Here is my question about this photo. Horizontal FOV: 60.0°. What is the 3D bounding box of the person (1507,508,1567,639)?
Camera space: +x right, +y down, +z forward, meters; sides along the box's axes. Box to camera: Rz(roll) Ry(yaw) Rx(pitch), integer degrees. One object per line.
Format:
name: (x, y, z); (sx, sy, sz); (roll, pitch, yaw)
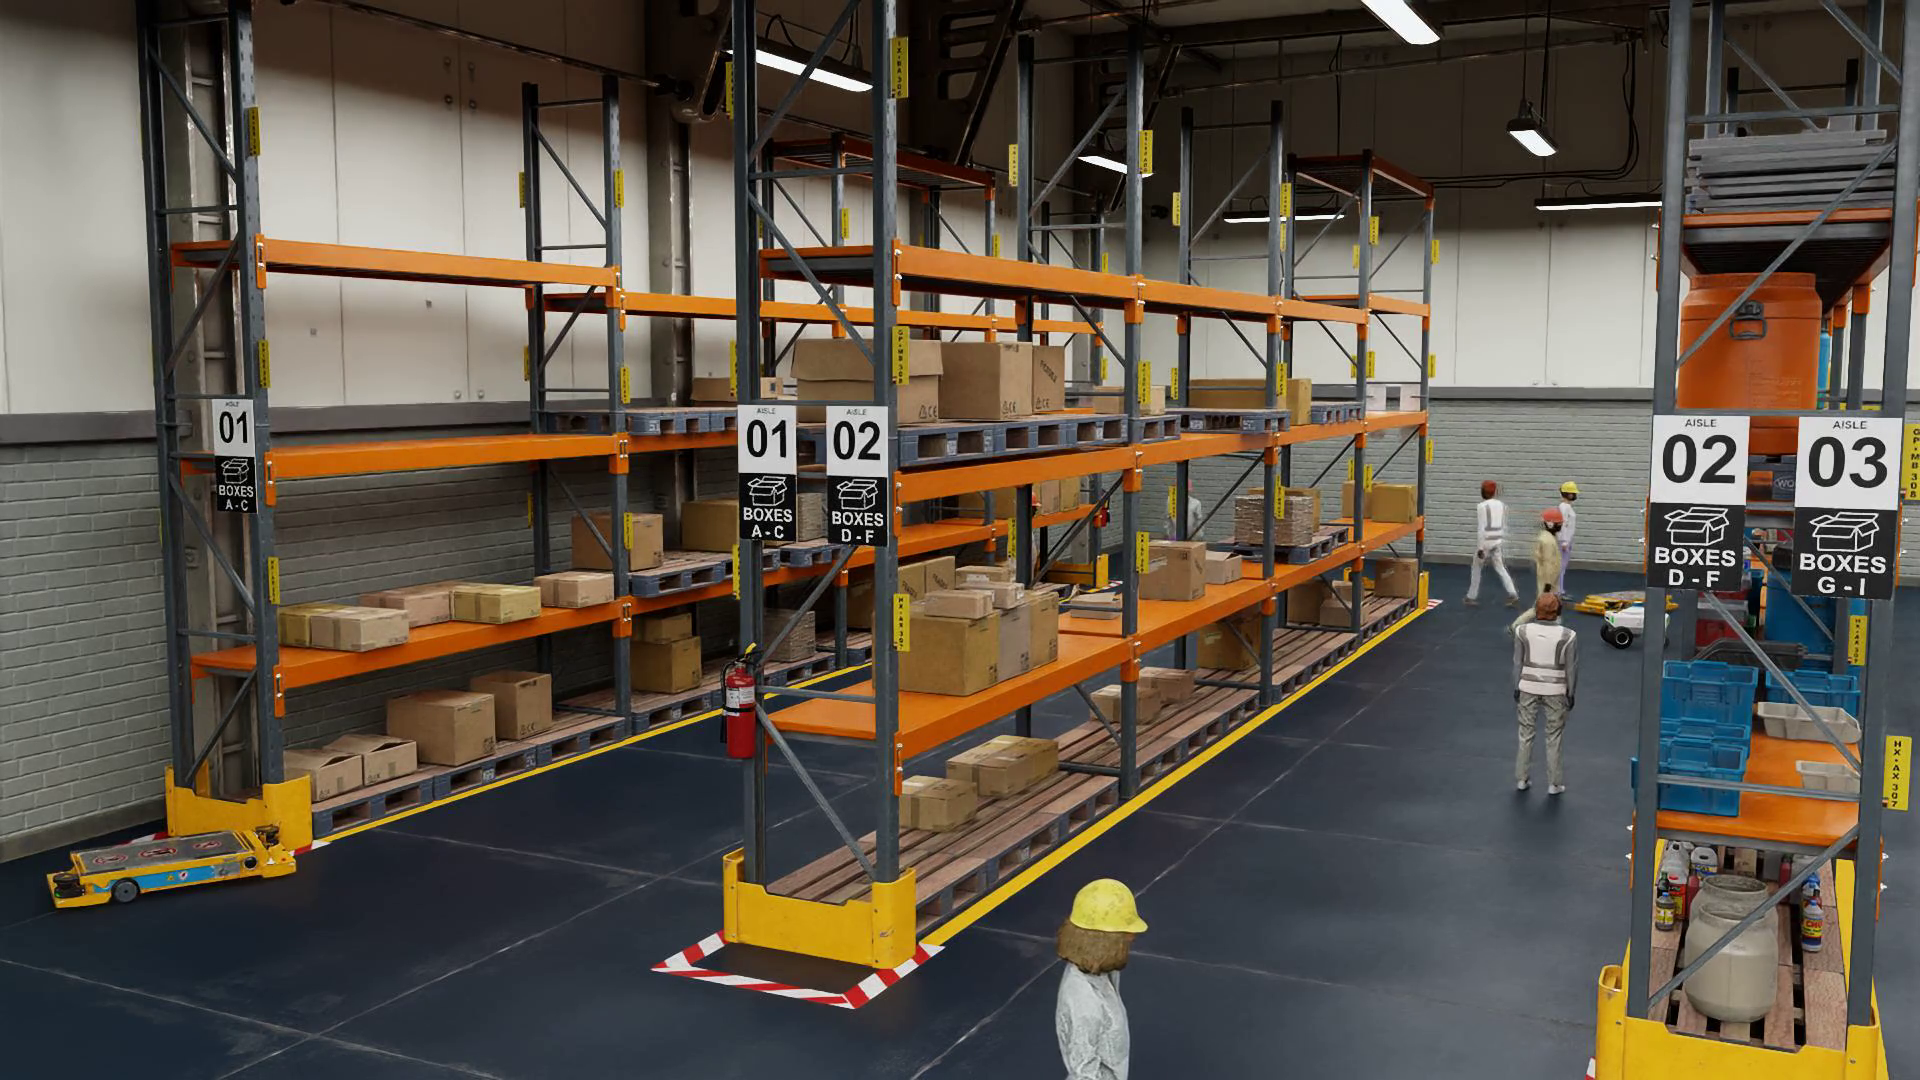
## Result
person: (7.195, 0.460, 20.515); (0.710, 1.730, 0.577); (3, 7, 27)

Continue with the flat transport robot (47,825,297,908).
flat transport robot: (-5.234, 2.154, 11.053); (1.431, 0.197, 0.652); (-4, 7, -33)

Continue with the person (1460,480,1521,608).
person: (7.672, 0.054, 23.929); (0.589, 1.851, 0.951); (-4, 7, -32)

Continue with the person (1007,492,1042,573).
person: (0.767, 0.402, 19.854); (0.406, 1.988, 0.622); (-1, 6, -6)

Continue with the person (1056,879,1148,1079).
person: (0.462, 1.991, 5.608); (0.323, 1.737, 0.485); (1, 6, 7)

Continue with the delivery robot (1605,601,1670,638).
delivery robot: (8.332, 1.000, 20.466); (0.707, 0.478, 0.477); (1, 6, 7)

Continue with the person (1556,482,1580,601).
person: (9.007, 0.014, 24.677); (0.316, 1.767, 0.535); (3, 7, 26)

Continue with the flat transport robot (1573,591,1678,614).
flat transport robot: (9.393, 0.880, 23.444); (1.431, 0.197, 0.652); (-4, 7, -31)

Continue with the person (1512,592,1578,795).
person: (4.719, 1.237, 13.442); (0.509, 1.629, 0.314); (3, 7, 30)

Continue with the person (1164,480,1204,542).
person: (3.508, -0.085, 25.832); (0.600, 1.712, 0.829); (-1, 6, -6)
